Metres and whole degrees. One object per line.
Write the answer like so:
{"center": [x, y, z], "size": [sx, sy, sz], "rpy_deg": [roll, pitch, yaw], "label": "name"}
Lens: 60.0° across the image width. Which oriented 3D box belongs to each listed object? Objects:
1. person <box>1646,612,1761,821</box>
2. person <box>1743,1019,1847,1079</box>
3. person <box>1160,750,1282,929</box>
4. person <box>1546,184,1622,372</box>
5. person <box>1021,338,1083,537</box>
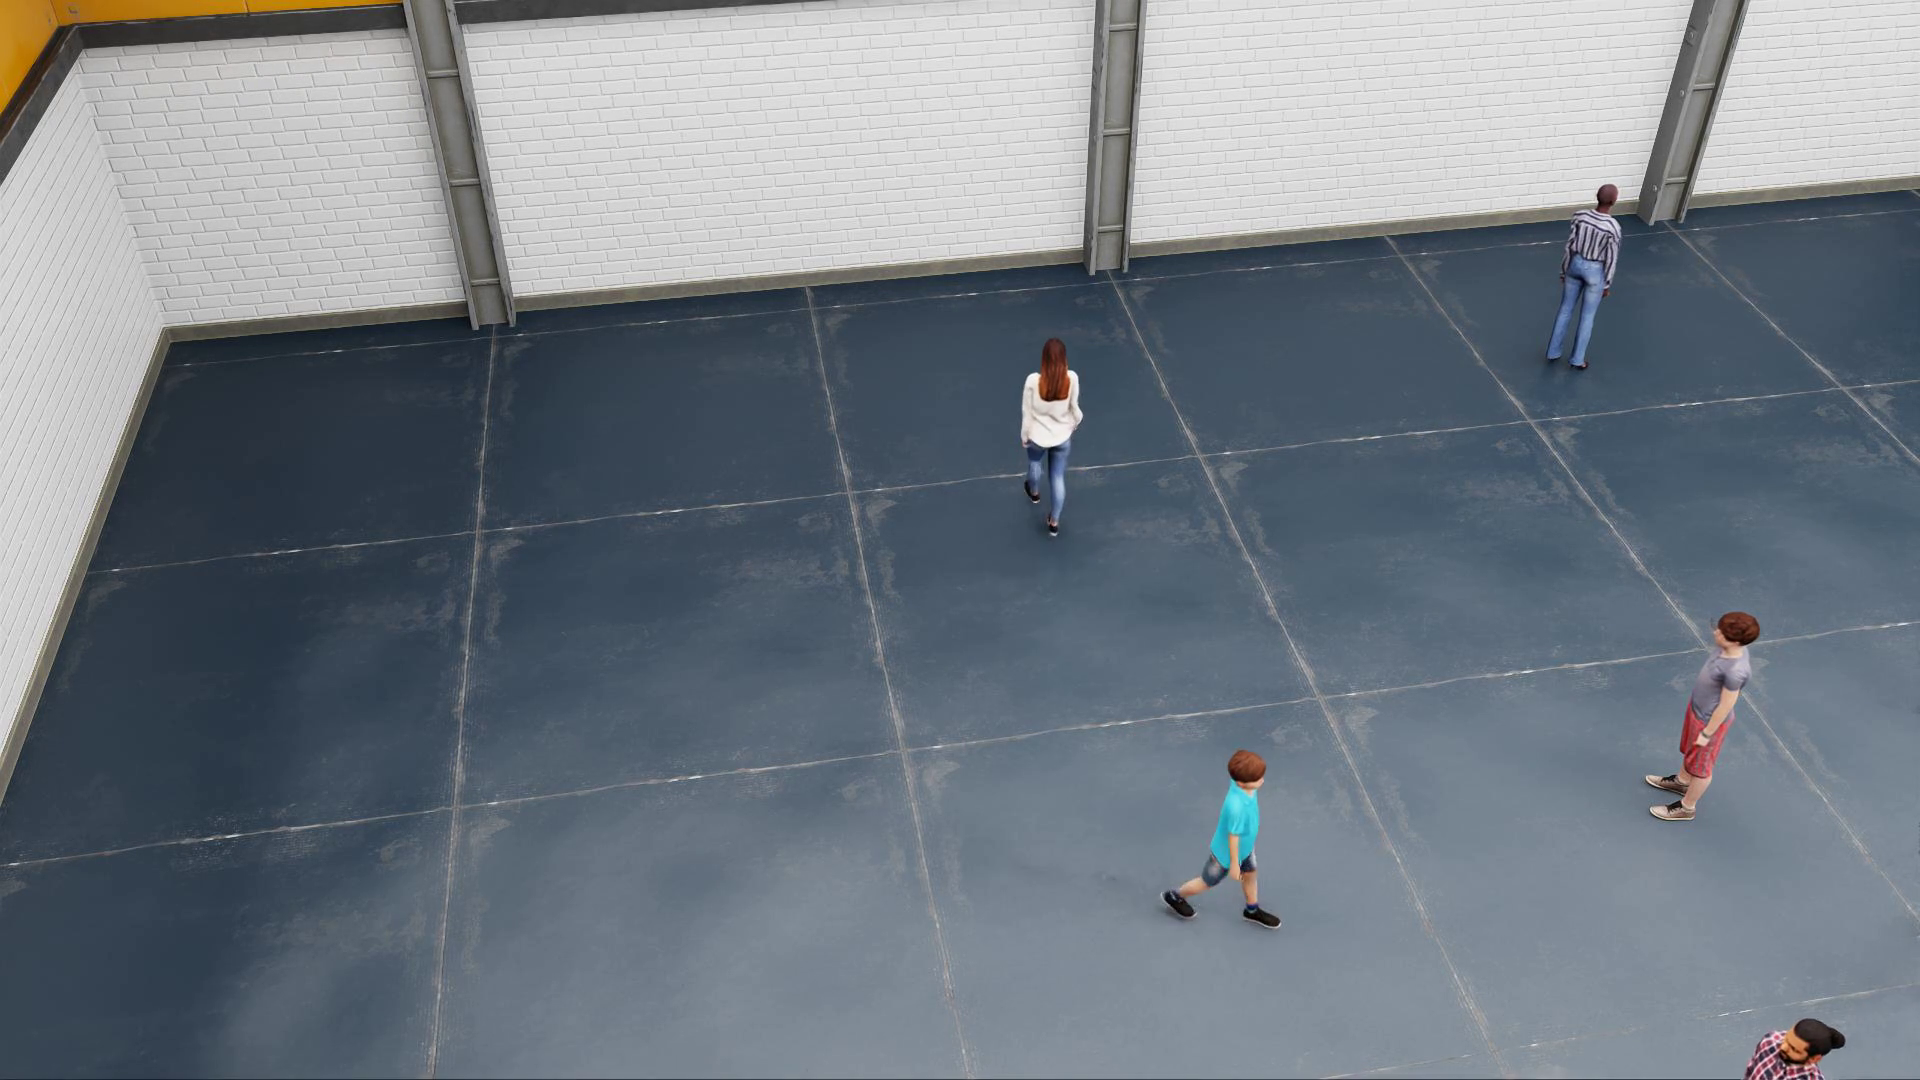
{"center": [4.757, 1.107, 10.543], "size": [0.659, 1.651, 0.666], "rpy_deg": [9, 40, 11], "label": "person"}
{"center": [4.011, 2.939, 8.170], "size": [1.022, 1.750, 0.716], "rpy_deg": [-8, 39, -10], "label": "person"}
{"center": [1.551, 1.779, 9.883], "size": [1.036, 1.425, 0.854], "rpy_deg": [14, 41, 17], "label": "person"}
{"center": [5.538, -2.323, 14.722], "size": [0.723, 1.795, 0.705], "rpy_deg": [-31, 48, -33], "label": "person"}
{"center": [0.716, -0.756, 12.861], "size": [0.832, 1.669, 0.735], "rpy_deg": [-3, 39, -3], "label": "person"}
